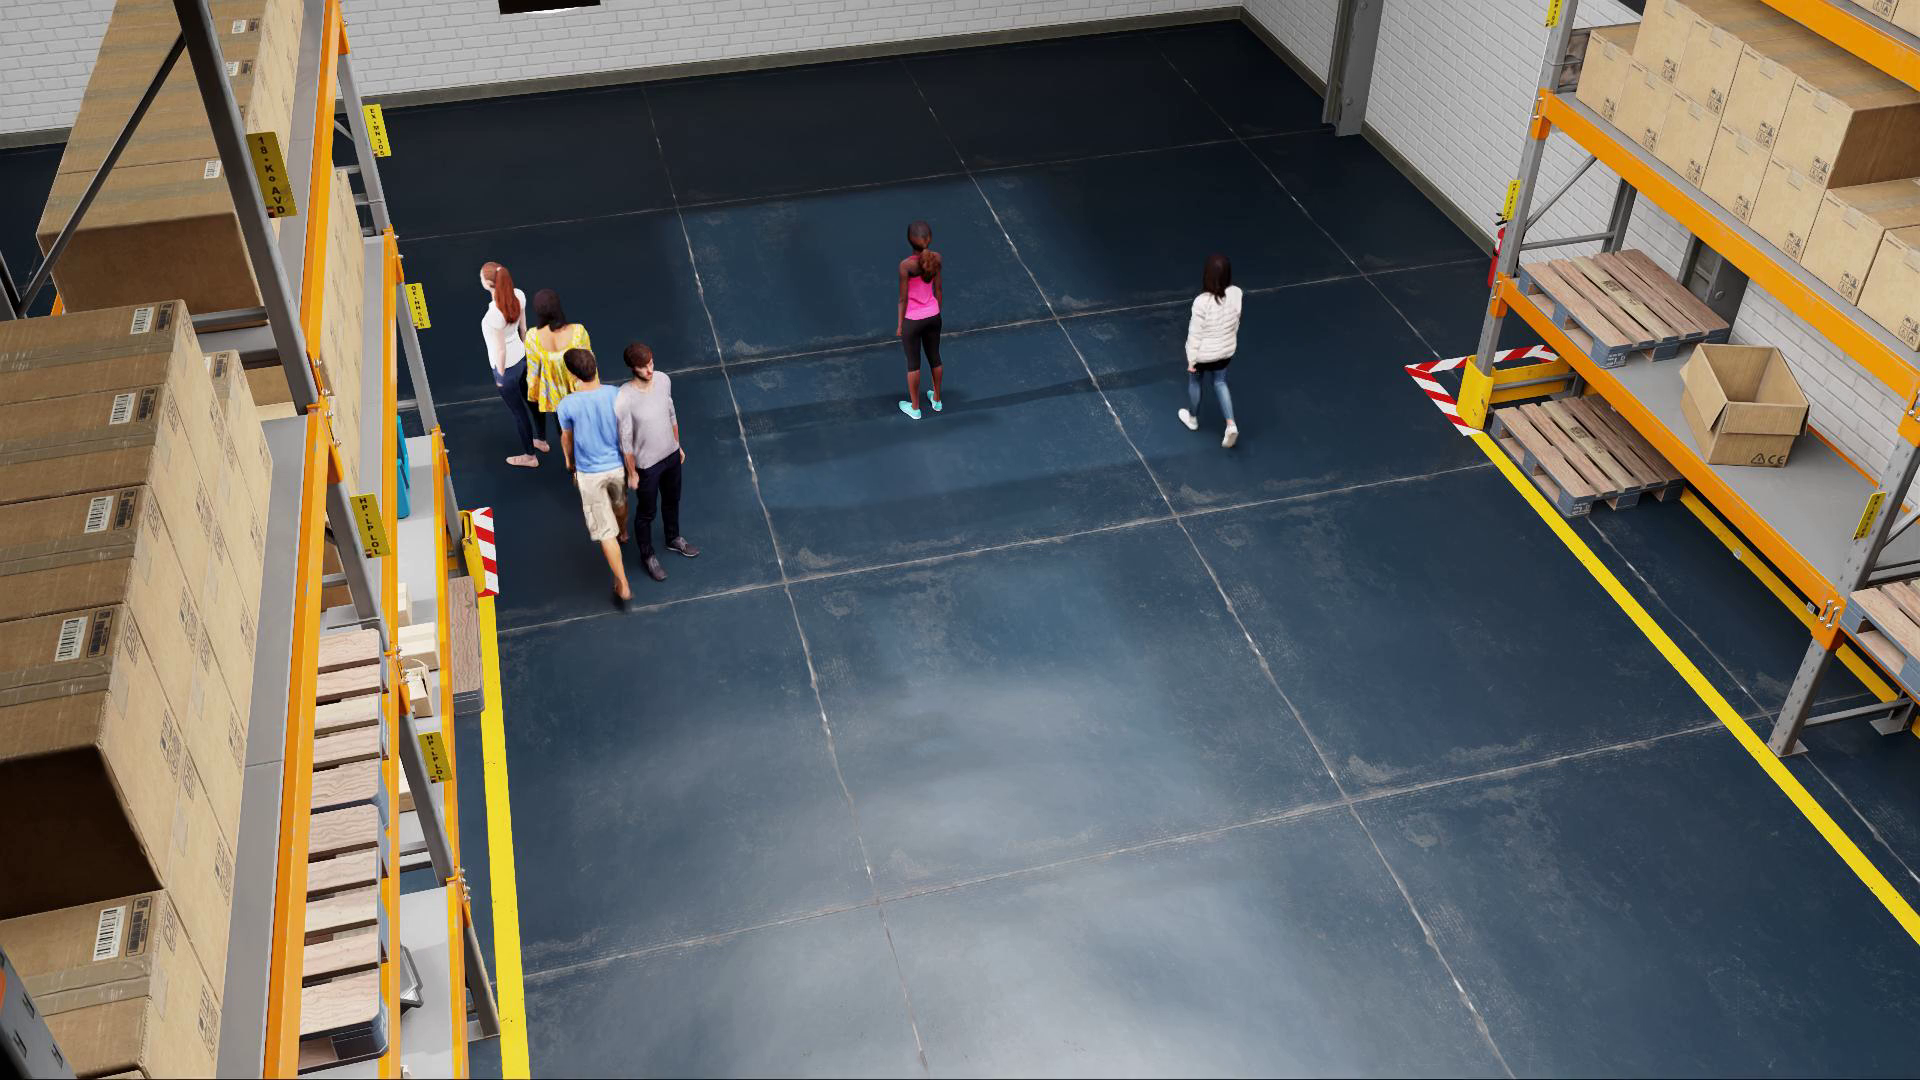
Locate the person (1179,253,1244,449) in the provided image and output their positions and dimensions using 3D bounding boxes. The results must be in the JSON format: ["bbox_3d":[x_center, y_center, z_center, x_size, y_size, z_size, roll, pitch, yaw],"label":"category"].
[{"bbox_3d":[1.996,-1.453,12.902,0.682,1.621,0.986,-15,41,-18],"label":"person"}]

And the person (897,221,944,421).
[{"bbox_3d":[-0.309,-1.751,13.194,0.625,1.724,0.629,-20,43,-24],"label":"person"}]

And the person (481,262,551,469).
[{"bbox_3d":[-3.391,-1.338,12.664,0.711,1.740,0.626,12,40,15],"label":"person"}]

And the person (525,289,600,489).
[{"bbox_3d":[-2.940,-1.085,12.433,0.776,1.632,0.939,-5,39,-6],"label":"person"}]

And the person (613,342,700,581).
[{"bbox_3d":[-2.152,-0.587,11.641,0.760,1.844,0.736,25,45,28],"label":"person"}]

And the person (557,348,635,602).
[{"bbox_3d":[-2.443,-0.425,11.463,0.855,1.811,1.291,-18,42,-22],"label":"person"}]
